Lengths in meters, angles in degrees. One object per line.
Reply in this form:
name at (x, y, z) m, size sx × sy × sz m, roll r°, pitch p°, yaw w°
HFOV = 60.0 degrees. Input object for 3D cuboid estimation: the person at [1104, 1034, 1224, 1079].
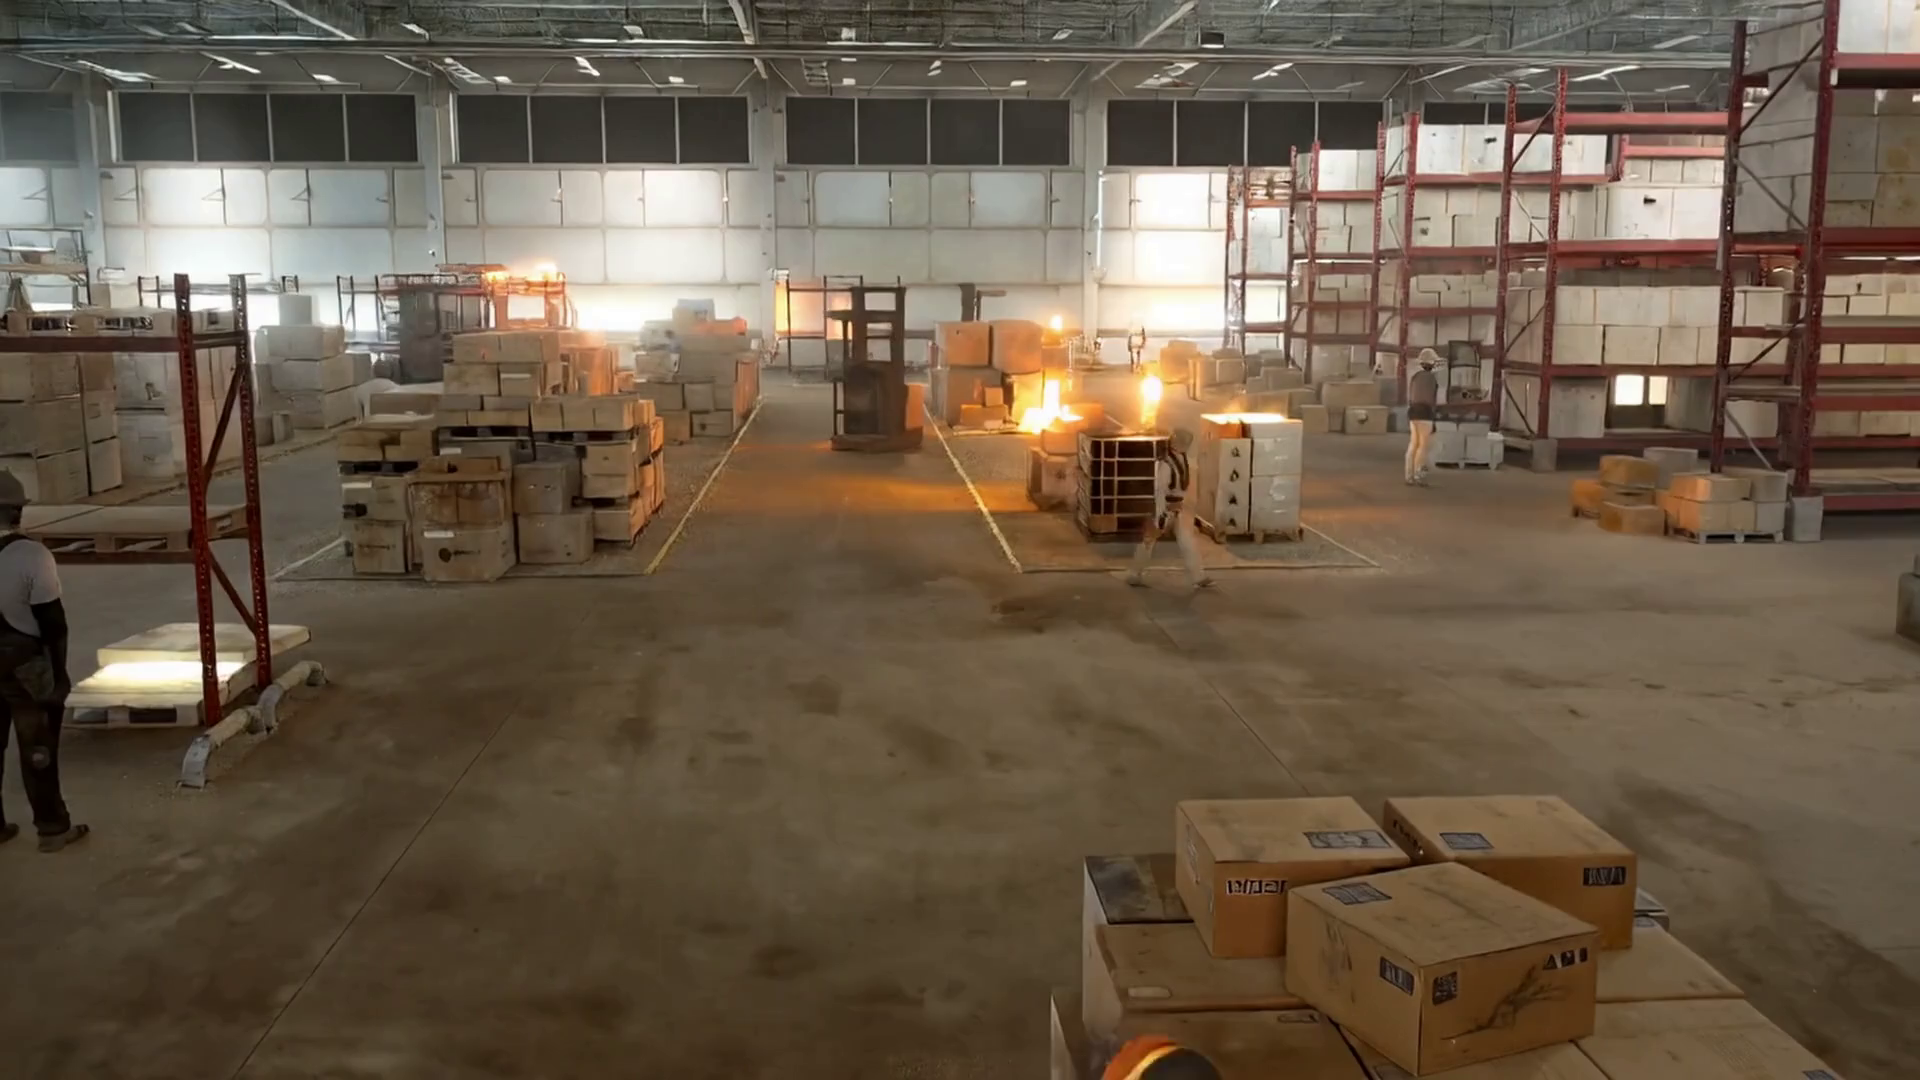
person at (0.365, 1.693, 2.708) m, size 0.554 × 1.818 × 0.957 m, roll -6°, pitch 11°, yaw -35°

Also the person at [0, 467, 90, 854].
person at (-4.974, 0.624, 8.741) m, size 0.688 × 2.000 × 0.536 m, roll 1°, pitch 9°, yaw 4°

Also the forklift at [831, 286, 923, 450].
forklift at (-1.420, -3.064, 29.271) m, size 1.129 × 2.768 × 1.873 m, roll 3°, pitch 9°, yaw 18°

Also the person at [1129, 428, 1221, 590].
person at (2.028, -0.281, 15.903) m, size 0.920 × 1.568 × 0.528 m, roll 6°, pitch 11°, yaw 35°

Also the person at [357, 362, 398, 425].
person at (-7.536, -1.399, 21.913) m, size 0.660 × 1.887 × 1.002 m, roll -1°, pitch 9°, yaw -6°

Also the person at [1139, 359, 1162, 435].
person at (3.005, -2.013, 26.377) m, size 0.316 × 1.695 × 0.542 m, roll 6°, pitch 11°, yaw 33°

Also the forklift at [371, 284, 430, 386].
forklift at (-12.674, -4.557, 38.646) m, size 1.873 × 2.768 × 1.129 m, roll 2°, pitch 9°, yaw 13°

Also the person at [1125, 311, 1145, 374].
person at (5.358, -6.019, 50.864) m, size 0.597 × 1.917 × 0.362 m, roll -1°, pitch 9°, yaw -5°

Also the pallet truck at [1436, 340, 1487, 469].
pallet truck at (8.004, -2.170, 26.422) m, size 0.823 × 1.965 × 1.885 m, roll 2°, pitch 9°, yaw 14°

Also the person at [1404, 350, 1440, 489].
person at (6.594, -1.714, 23.643) m, size 0.434 × 1.977 × 0.605 m, roll -3°, pitch 9°, yaw -16°

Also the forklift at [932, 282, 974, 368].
forklift at (0.185, -5.571, 45.012) m, size 1.873 × 2.768 × 1.129 m, roll -1°, pitch 9°, yaw -4°
